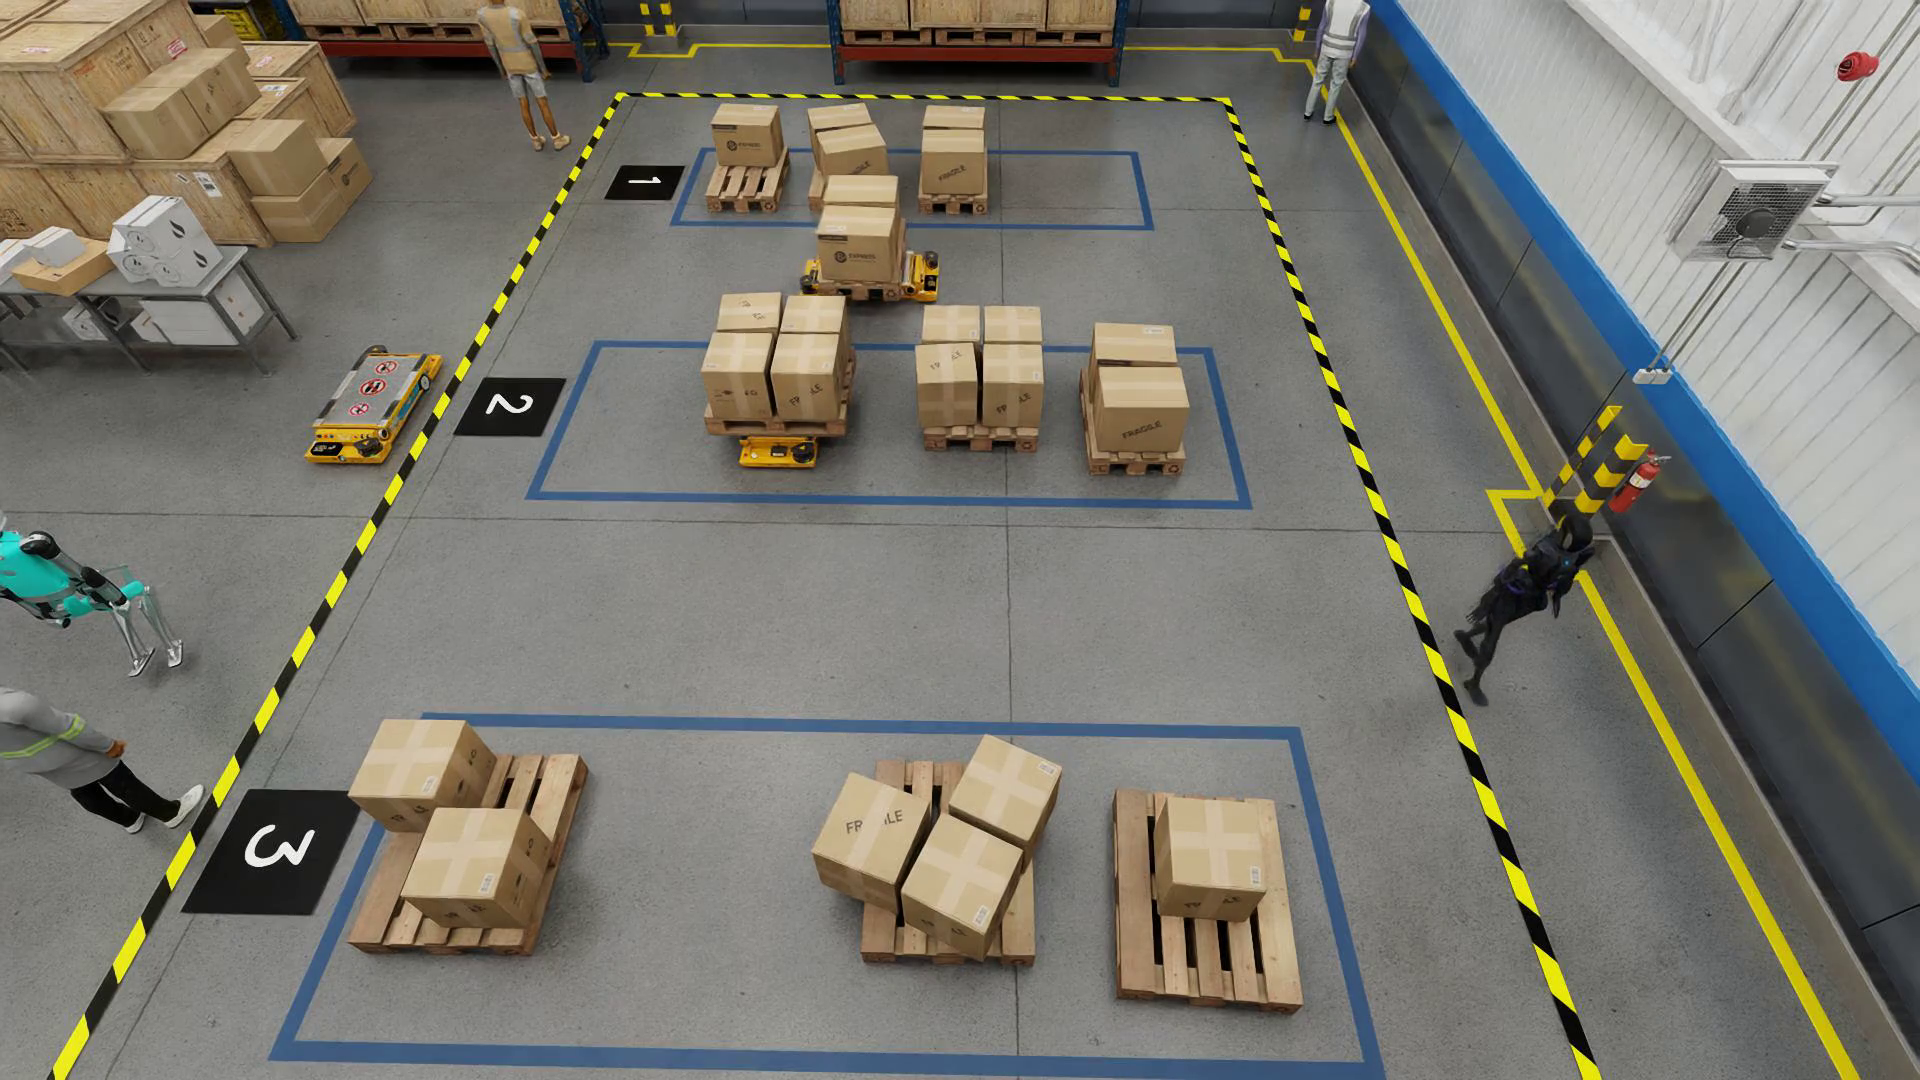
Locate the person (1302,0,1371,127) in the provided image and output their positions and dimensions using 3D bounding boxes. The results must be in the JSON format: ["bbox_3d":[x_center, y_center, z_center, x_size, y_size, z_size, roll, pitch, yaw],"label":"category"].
[{"bbox_3d":[4.775,-6.195,11.591,0.587,1.822,0.403,29,56,22],"label":"person"}]

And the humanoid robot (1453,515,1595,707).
[{"bbox_3d":[3.771,0.427,6.097,0.610,1.634,0.675,-6,50,-5],"label":"humanoid robot"}]

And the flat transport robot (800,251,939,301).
[{"bbox_3d":[-0.947,-2.816,9.732,1.431,0.197,0.652,1,50,1],"label":"flat transport robot"}]

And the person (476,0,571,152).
[{"bbox_3d":[-5.291,-5.730,11.059,0.604,2.036,0.385,1,50,1],"label":"person"}]

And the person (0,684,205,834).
[{"bbox_3d":[-5.231,1.195,5.318,0.588,1.852,0.373,-4,50,-4],"label":"person"}]

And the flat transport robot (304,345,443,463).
[{"bbox_3d":[-5.383,-1.269,8.441,0.659,0.231,1.431,1,50,1],"label":"flat transport robot"}]

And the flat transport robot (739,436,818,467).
[{"bbox_3d":[-1.582,-1.235,8.394,0.652,0.197,1.431,1,50,1],"label":"flat transport robot"}]

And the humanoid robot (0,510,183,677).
[{"bbox_3d":[-5.829,0.262,6.096,0.533,1.677,0.735,-12,51,-10],"label":"humanoid robot"}]
